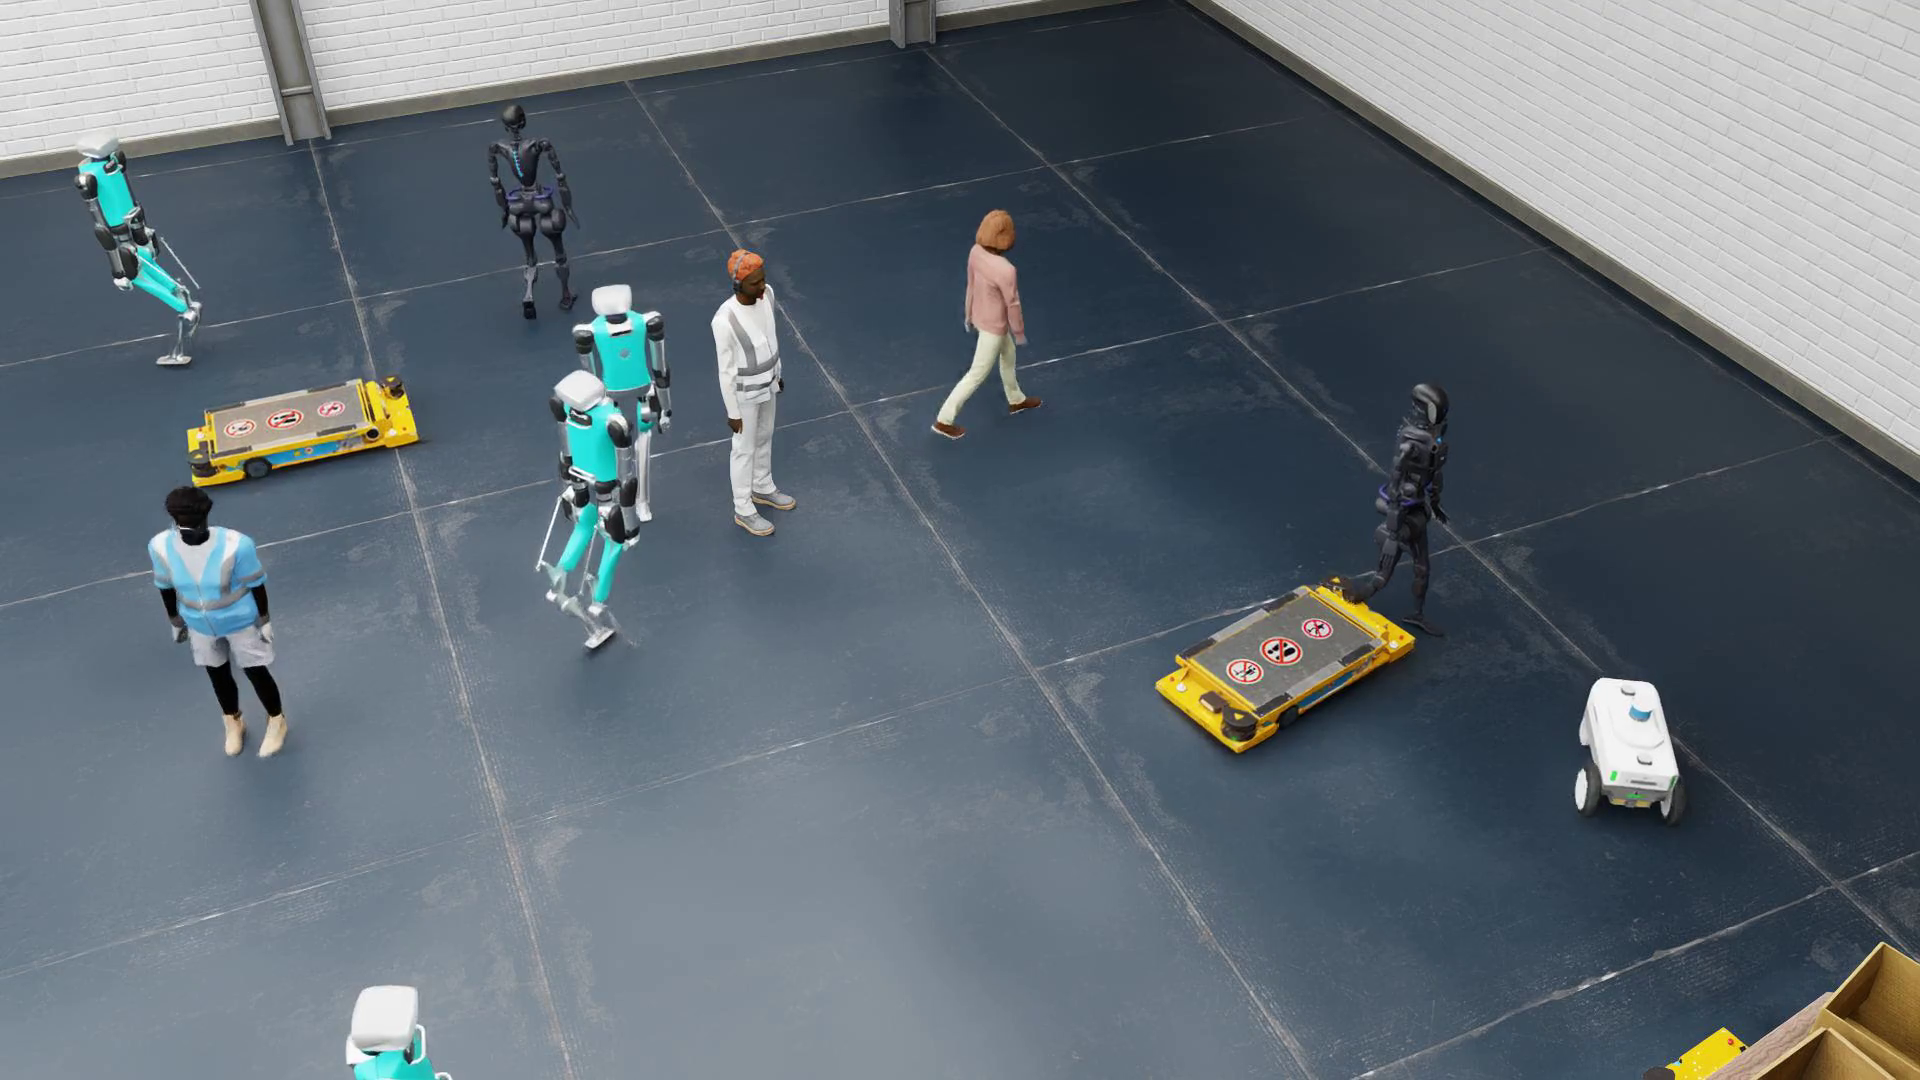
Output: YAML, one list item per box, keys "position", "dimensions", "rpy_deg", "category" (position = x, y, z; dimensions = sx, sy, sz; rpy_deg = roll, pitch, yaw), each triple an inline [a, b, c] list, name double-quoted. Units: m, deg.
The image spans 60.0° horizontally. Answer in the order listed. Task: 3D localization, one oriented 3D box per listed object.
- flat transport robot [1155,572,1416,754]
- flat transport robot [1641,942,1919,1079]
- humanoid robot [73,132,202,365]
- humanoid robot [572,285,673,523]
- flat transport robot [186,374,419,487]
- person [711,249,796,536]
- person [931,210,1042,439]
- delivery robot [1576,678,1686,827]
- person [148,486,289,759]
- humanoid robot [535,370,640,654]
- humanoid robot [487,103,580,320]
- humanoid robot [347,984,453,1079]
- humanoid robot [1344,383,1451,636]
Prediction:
- position: [1.854, 0.671, 9.400]
  dimensions: [1.431, 0.231, 0.659]
  rpy_deg: [-25, 44, -29]
  category: "flat transport robot"
- position: [3.523, 2.652, 6.822]
  dimensions: [0.659, 0.231, 1.431]
  rpy_deg: [-21, 42, -25]
  category: "flat transport robot"
- position: [-5.613, -1.949, 11.653]
  dimensions: [0.657, 1.858, 0.548]
  rpy_deg: [1, 38, 2]
  category: "humanoid robot"
- position: [-2.054, -0.807, 10.200]
  dimensions: [0.538, 1.876, 0.721]
  rpy_deg: [-13, 39, -16]
  category: "humanoid robot"
- position: [-4.455, -0.749, 11.248]
  dimensions: [1.431, 0.231, 0.659]
  rpy_deg: [-14, 40, -18]
  category: "flat transport robot"
- position: [-1.258, -0.912, 10.135]
  dimensions: [0.337, 1.882, 0.583]
  rpy_deg: [15, 40, 19]
  category: "person"
- position: [0.170, -1.436, 11.053]
  dimensions: [0.860, 1.586, 0.491]
  rpy_deg: [-14, 40, -18]
  category: "person"
- position: [3.472, 1.079, 8.630]
  dimensions: [0.499, 0.589, 0.784]
  rpy_deg: [5, 38, 7]
  category: "delivery robot"
- position: [-3.802, 0.412, 8.565]
  dimensions: [0.554, 1.691, 0.355]
  rpy_deg: [-1, 38, -1]
  category: "person"
- position: [-2.088, -0.030, 9.124]
  dimensions: [0.536, 1.825, 0.695]
  rpy_deg: [22, 43, 26]
  category: "humanoid robot"
- position: [-3.137, -2.412, 12.260]
  dimensions: [0.598, 1.642, 0.523]
  rpy_deg: [0, 38, 0]
  category: "humanoid robot"
- position: [-1.768, 2.254, 6.173]
  dimensions: [0.662, 1.844, 0.544]
  rpy_deg: [-9, 39, -12]
  category: "humanoid robot"
- position: [2.514, -0.158, 9.338]
  dimensions: [0.562, 1.641, 0.599]
  rpy_deg: [27, 45, 31]
  category: "humanoid robot"
